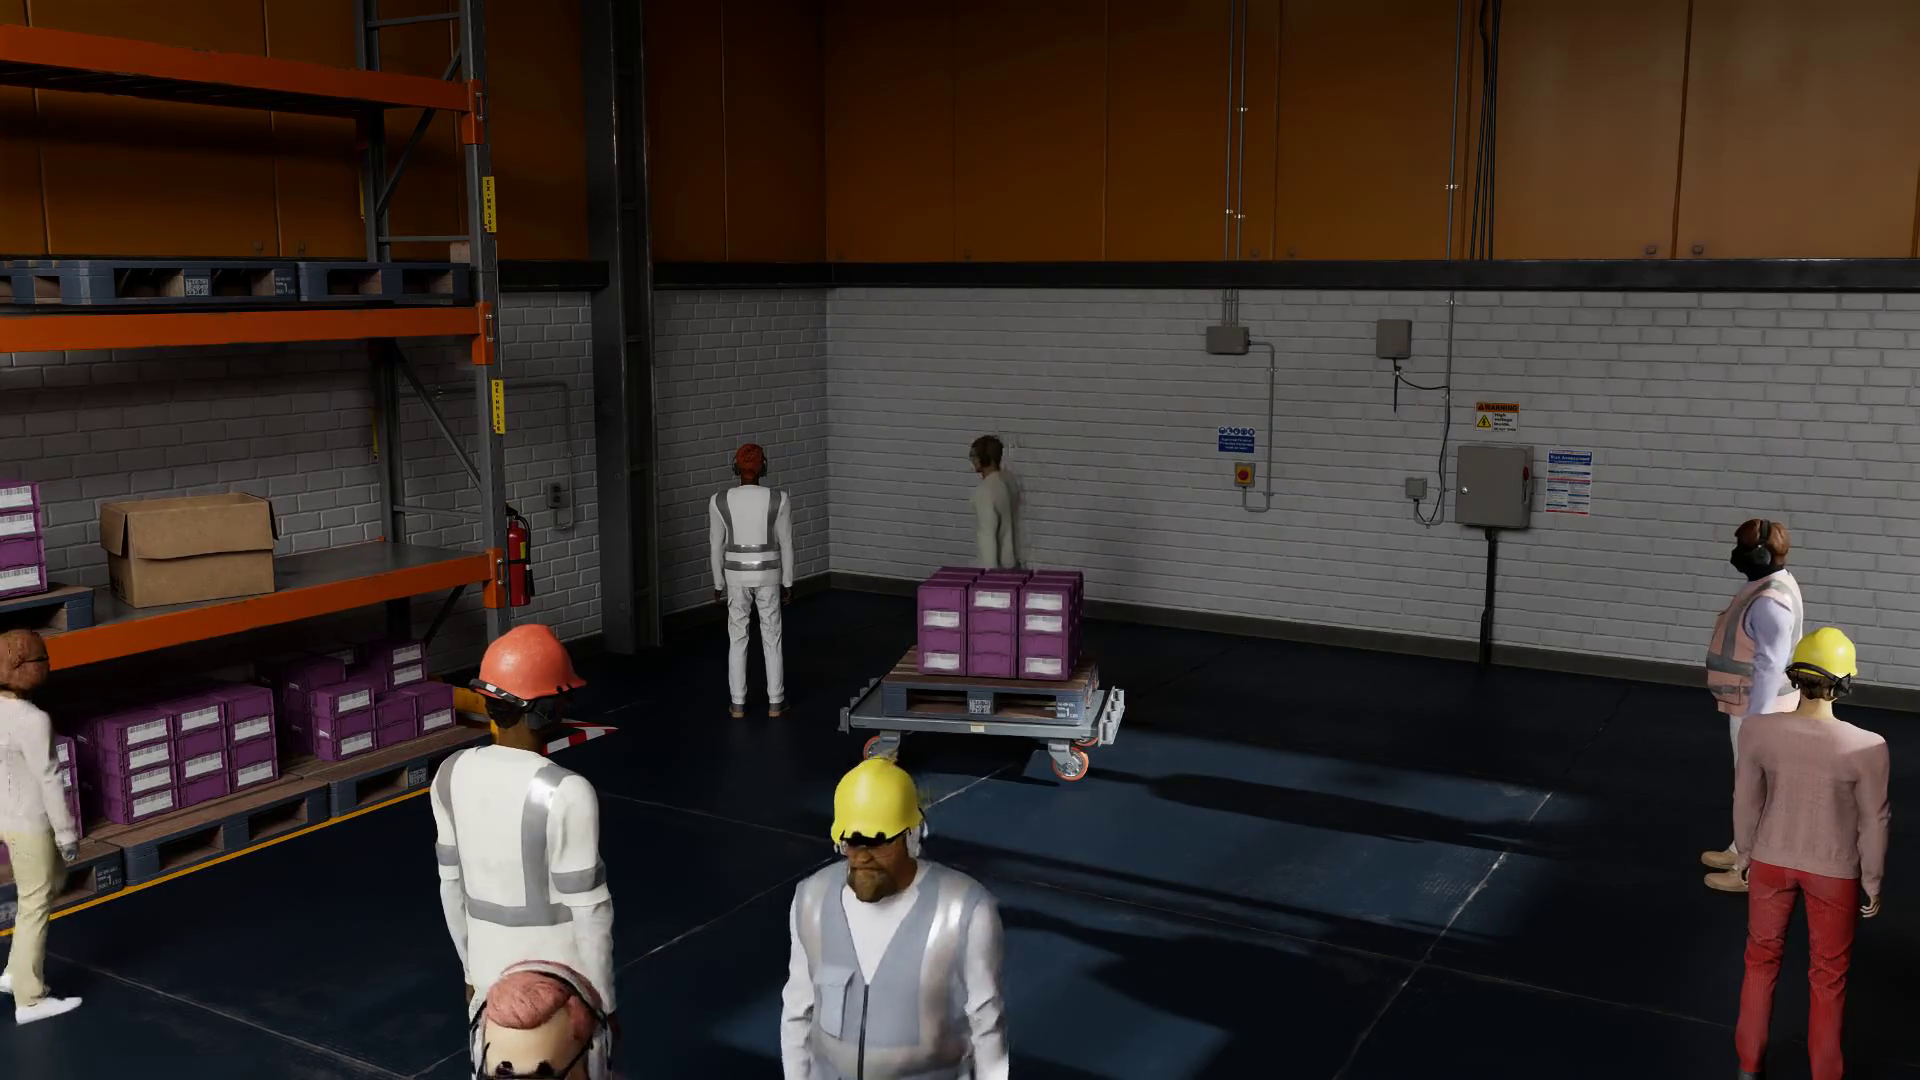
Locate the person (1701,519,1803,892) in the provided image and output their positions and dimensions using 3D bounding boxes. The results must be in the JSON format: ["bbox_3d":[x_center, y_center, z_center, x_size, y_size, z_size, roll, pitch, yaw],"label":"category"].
[{"bbox_3d":[3.894,0.809,8.190,0.430,1.845,0.619,4,10,25],"label":"person"}]

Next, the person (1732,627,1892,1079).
[{"bbox_3d":[3.082,1.189,6.054,0.525,1.769,0.310,8,12,42],"label":"person"}]

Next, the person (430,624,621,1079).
[{"bbox_3d":[-1.223,1.250,4.814,0.607,2.044,0.375,5,10,30],"label":"person"}]

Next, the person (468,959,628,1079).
[{"bbox_3d":[-0.705,1.629,2.933,0.658,1.896,0.458,1,9,9],"label":"person"}]

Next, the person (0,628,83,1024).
[{"bbox_3d":[-3.751,1.152,6.739,0.525,1.618,0.369,6,11,35],"label":"person"}]

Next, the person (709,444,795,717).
[{"bbox_3d":[-1.411,0.281,11.361,0.575,1.882,0.355,0,9,-3],"label":"person"}]

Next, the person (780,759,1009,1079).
[{"bbox_3d":[-0.184,1.443,4.302,0.626,1.819,0.418,4,10,21],"label":"person"}]

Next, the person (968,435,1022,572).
[{"bbox_3d":[0.206,0.178,12.035,1.044,1.881,0.646,5,10,26],"label":"person"}]
